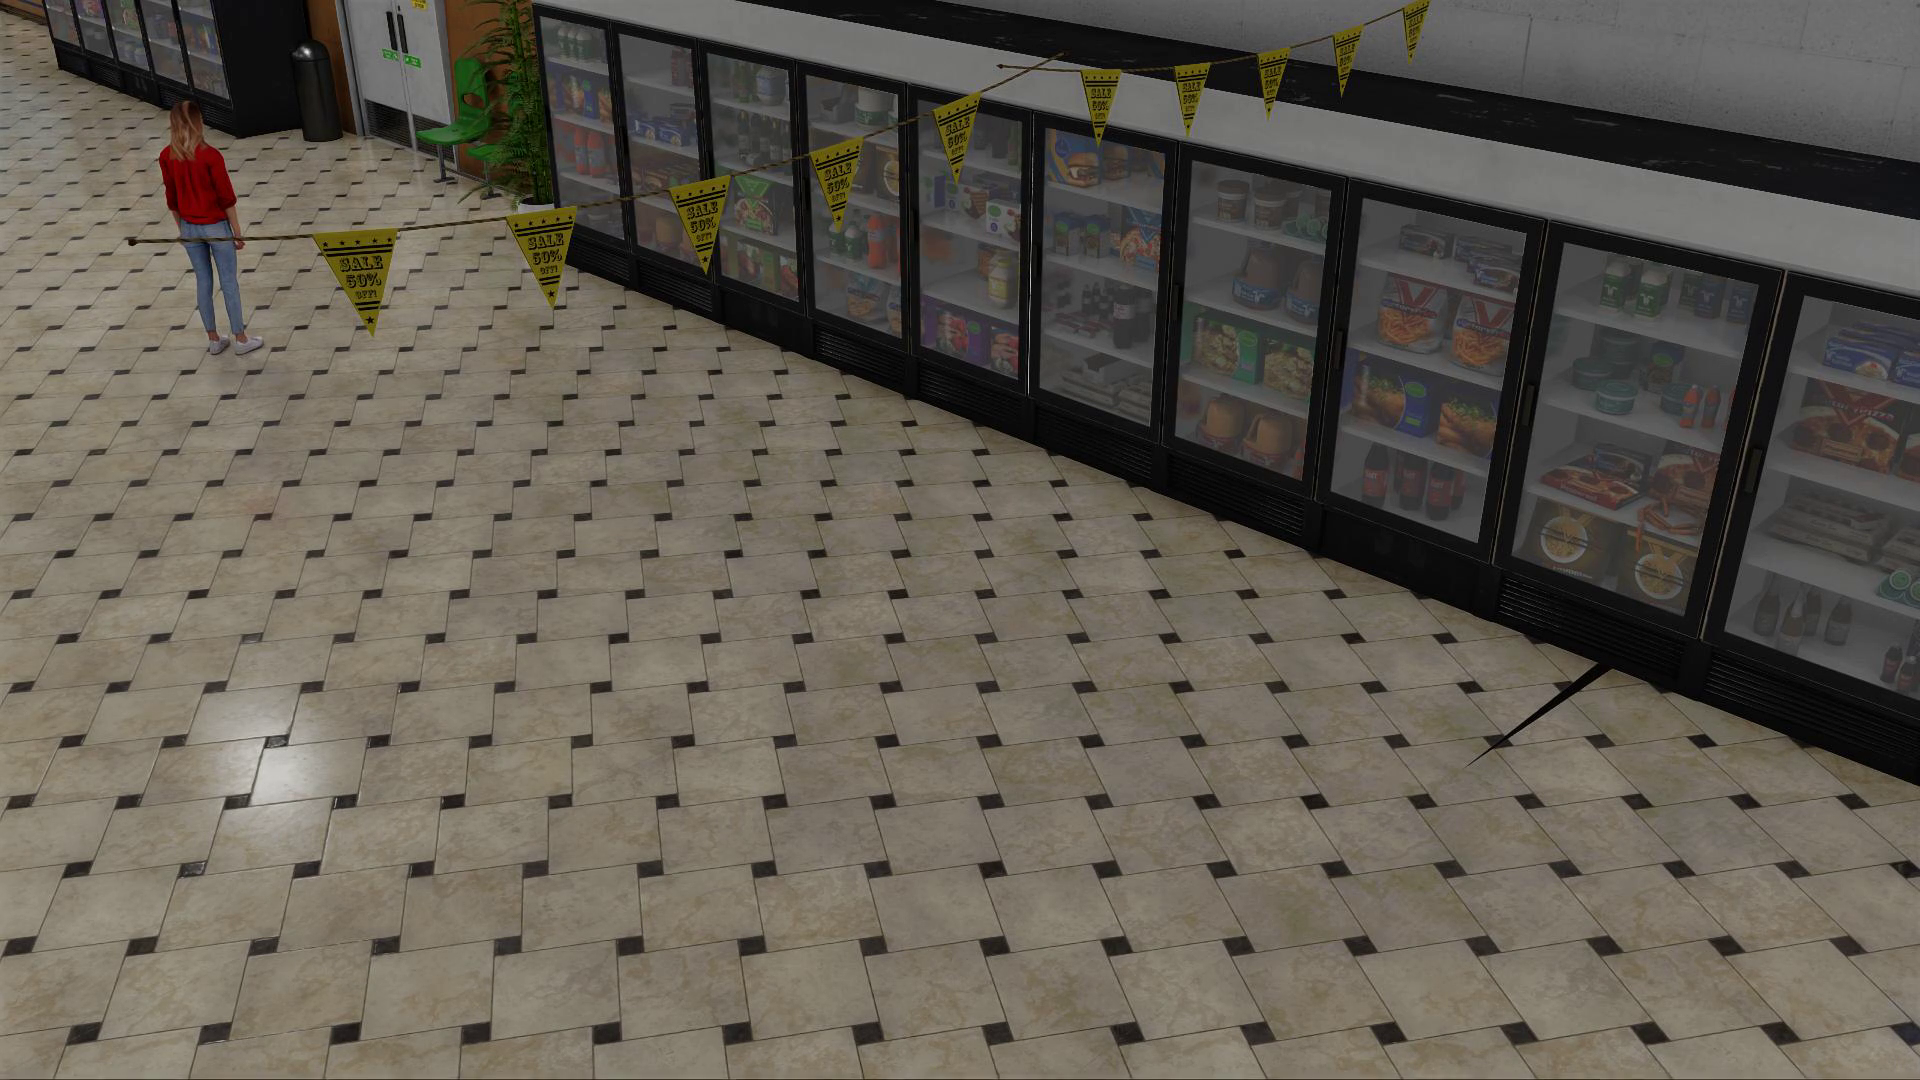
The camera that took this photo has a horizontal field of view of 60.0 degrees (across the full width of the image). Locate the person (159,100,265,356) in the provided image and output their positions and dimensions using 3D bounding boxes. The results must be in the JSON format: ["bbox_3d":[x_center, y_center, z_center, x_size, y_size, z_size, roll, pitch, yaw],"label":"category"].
[{"bbox_3d":[-5.055,-2.057,11.169,0.689,1.648,0.722,3,27,5],"label":"person"}]
